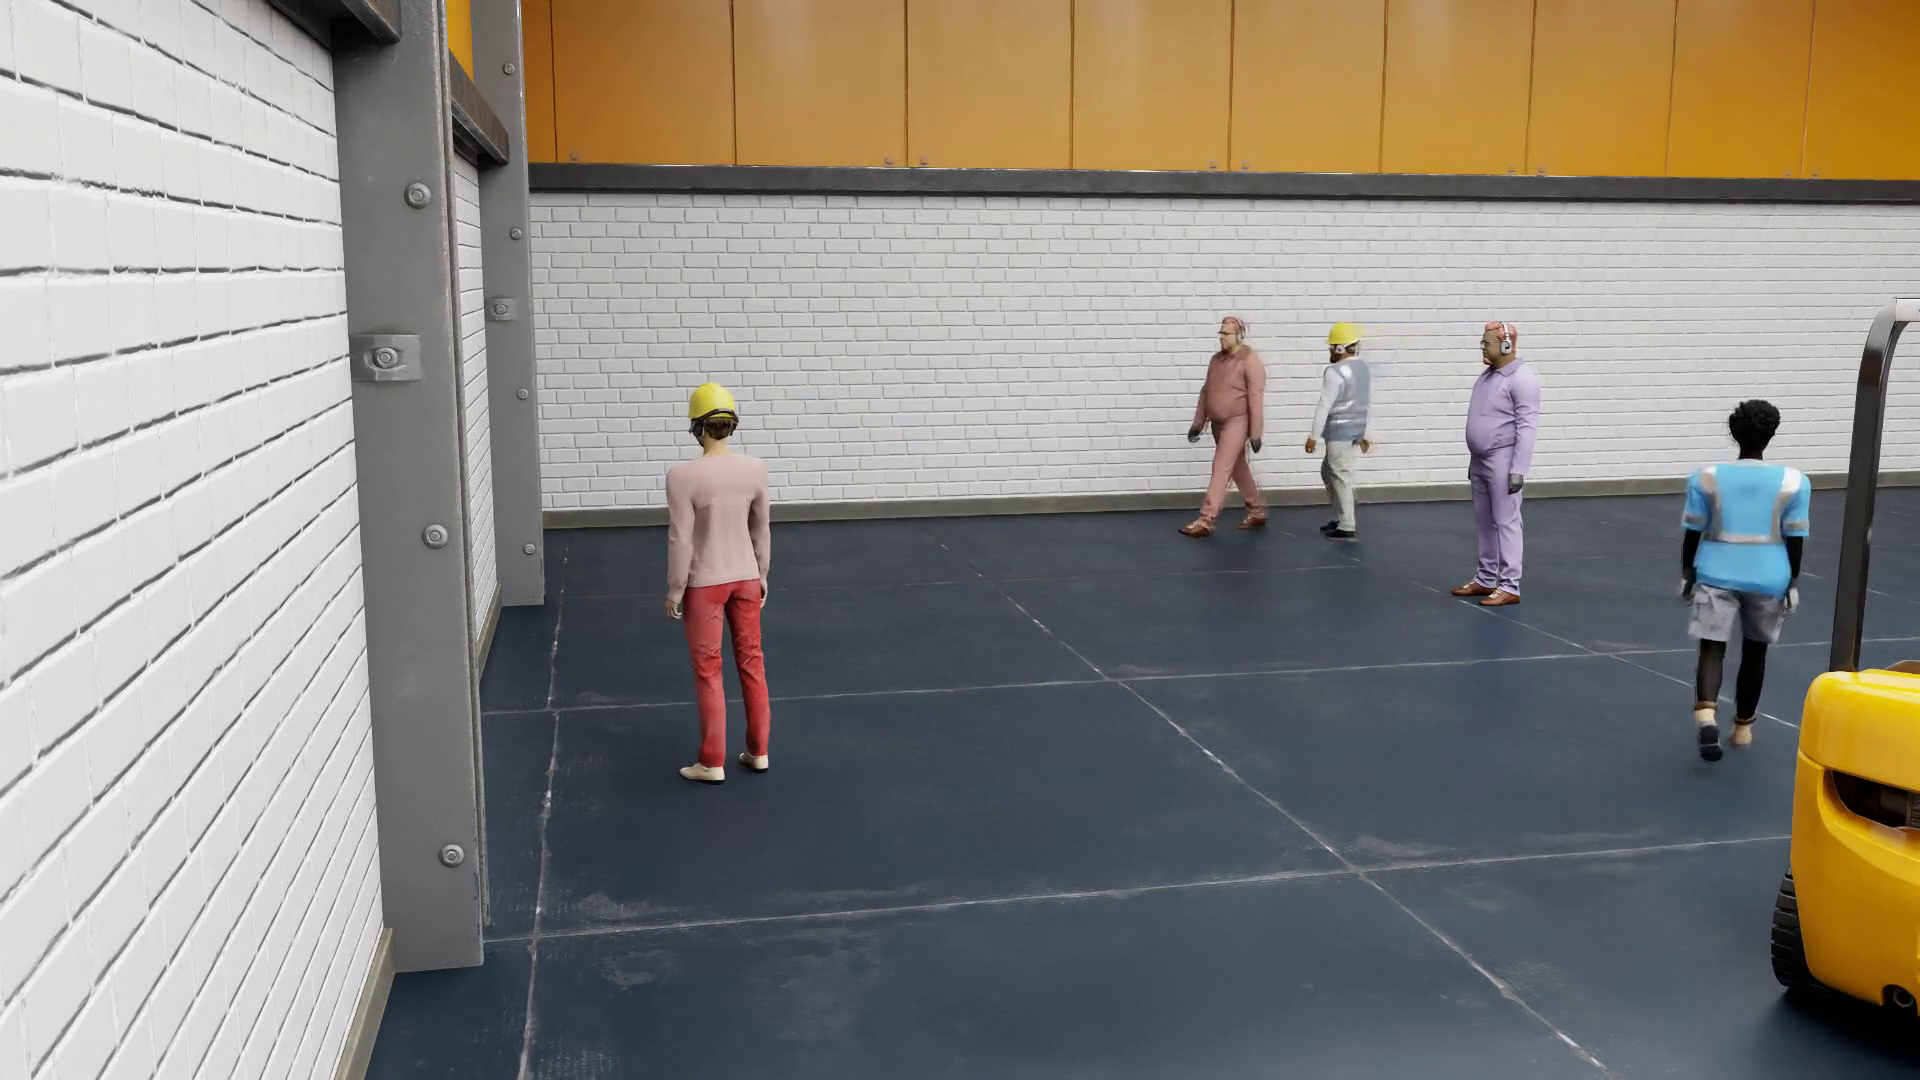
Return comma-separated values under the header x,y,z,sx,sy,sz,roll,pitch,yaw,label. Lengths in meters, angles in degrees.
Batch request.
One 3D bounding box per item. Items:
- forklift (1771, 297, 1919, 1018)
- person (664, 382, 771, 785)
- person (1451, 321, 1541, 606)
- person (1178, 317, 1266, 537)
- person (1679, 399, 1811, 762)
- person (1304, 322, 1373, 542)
x,y,z,sx,sy,sz,roll,pitch,yaw,label
3.542,0.334,5.177,2.313,2.155,1.214,-9,13,-43,forklift
-1.075,0.191,7.351,0.533,1.767,0.327,-8,12,-41,person
3.600,-0.513,11.213,0.403,1.906,0.651,-2,10,-11,person
2.282,-0.967,14.139,0.998,1.858,0.637,-4,10,-23,person
3.576,0.193,7.626,0.538,1.674,0.727,5,10,26,person
3.098,-0.892,13.789,0.528,1.813,0.598,7,12,36,person
